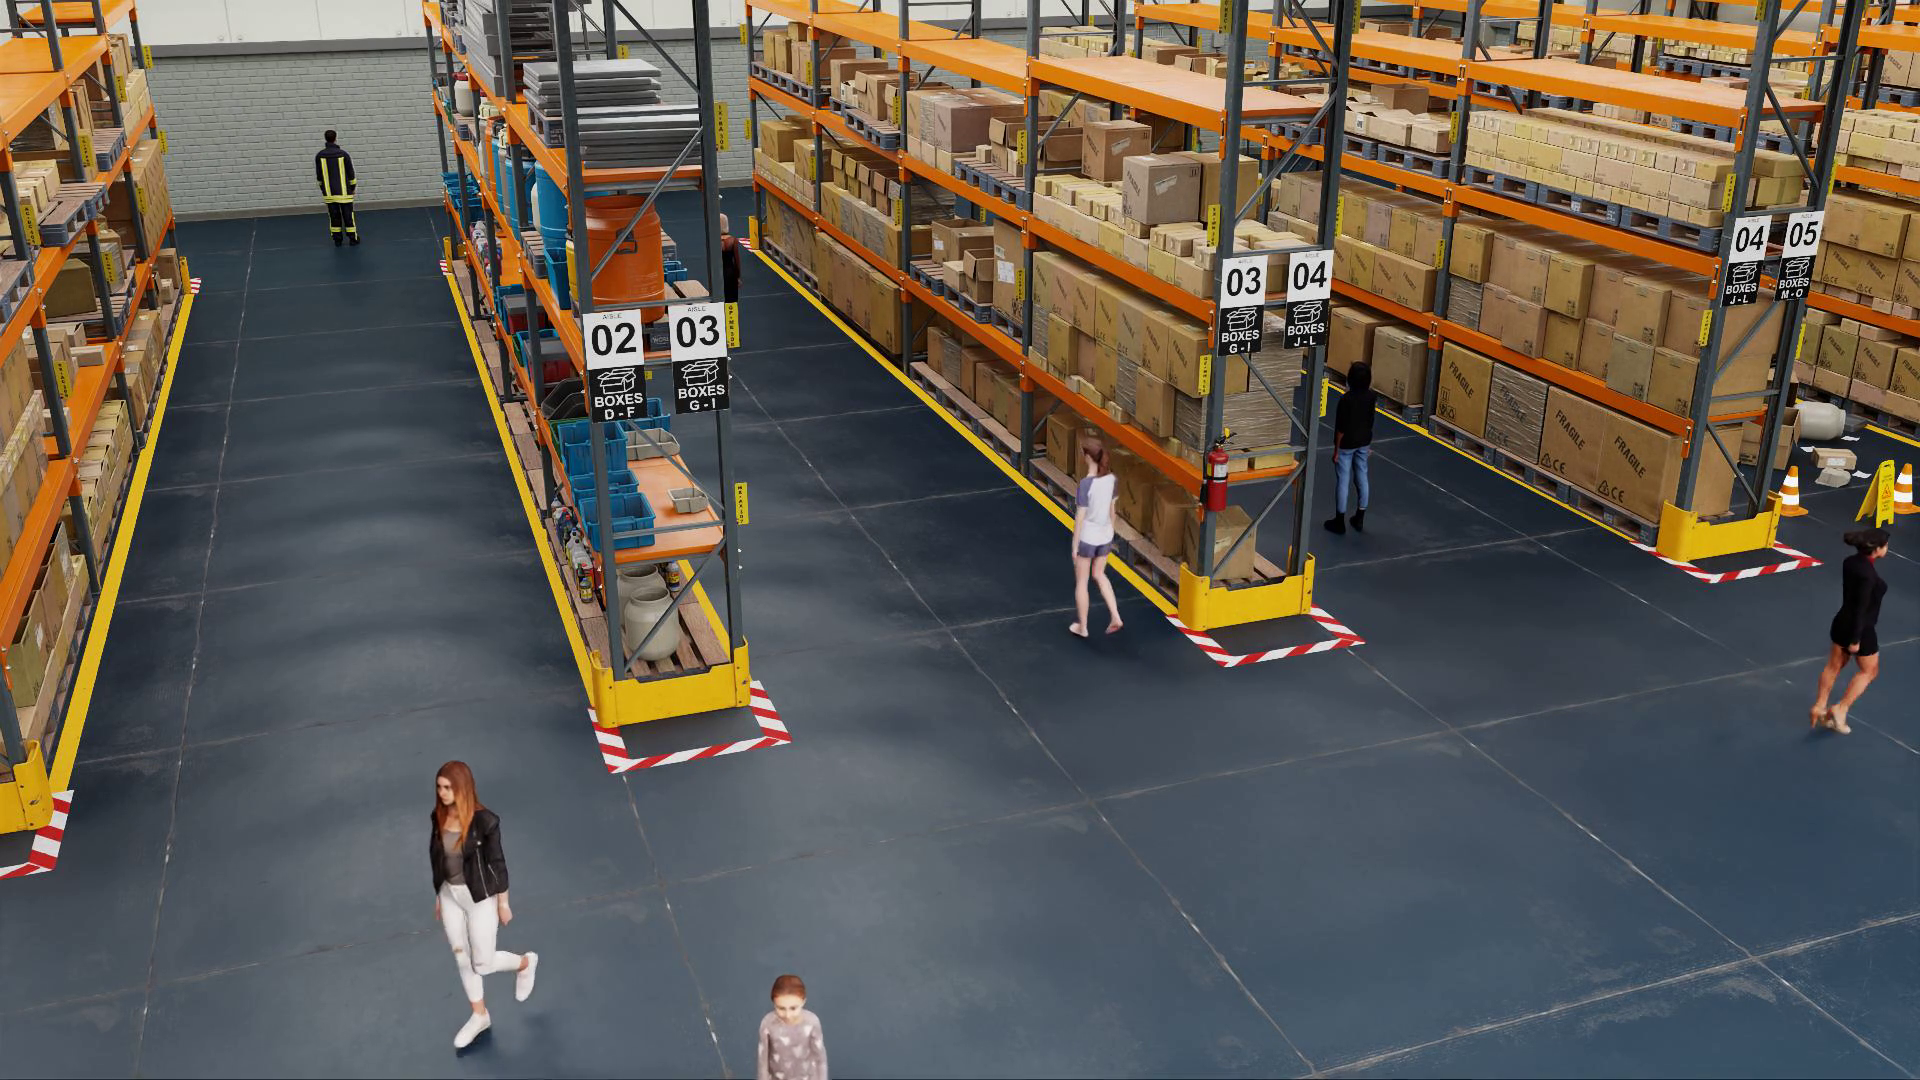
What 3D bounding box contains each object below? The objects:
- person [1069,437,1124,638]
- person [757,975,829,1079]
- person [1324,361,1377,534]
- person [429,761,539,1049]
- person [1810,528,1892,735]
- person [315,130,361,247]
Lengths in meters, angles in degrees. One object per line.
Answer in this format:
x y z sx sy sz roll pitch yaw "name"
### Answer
1.155 0.024 13.672 0.672 1.753 0.821 -13 26 -30 "person"
-0.818 2.596 8.129 0.540 1.189 0.526 -2 22 -4 "person"
3.778 -0.894 15.986 0.568 1.701 0.532 -7 23 -17 "person"
-2.628 1.935 9.086 0.879 1.688 0.942 10 24 23 "person"
6.477 0.681 12.233 0.748 1.627 0.670 3 22 6 "person"
-10.495 -5.937 28.019 0.820 1.927 0.728 -4 23 -9 "person"
